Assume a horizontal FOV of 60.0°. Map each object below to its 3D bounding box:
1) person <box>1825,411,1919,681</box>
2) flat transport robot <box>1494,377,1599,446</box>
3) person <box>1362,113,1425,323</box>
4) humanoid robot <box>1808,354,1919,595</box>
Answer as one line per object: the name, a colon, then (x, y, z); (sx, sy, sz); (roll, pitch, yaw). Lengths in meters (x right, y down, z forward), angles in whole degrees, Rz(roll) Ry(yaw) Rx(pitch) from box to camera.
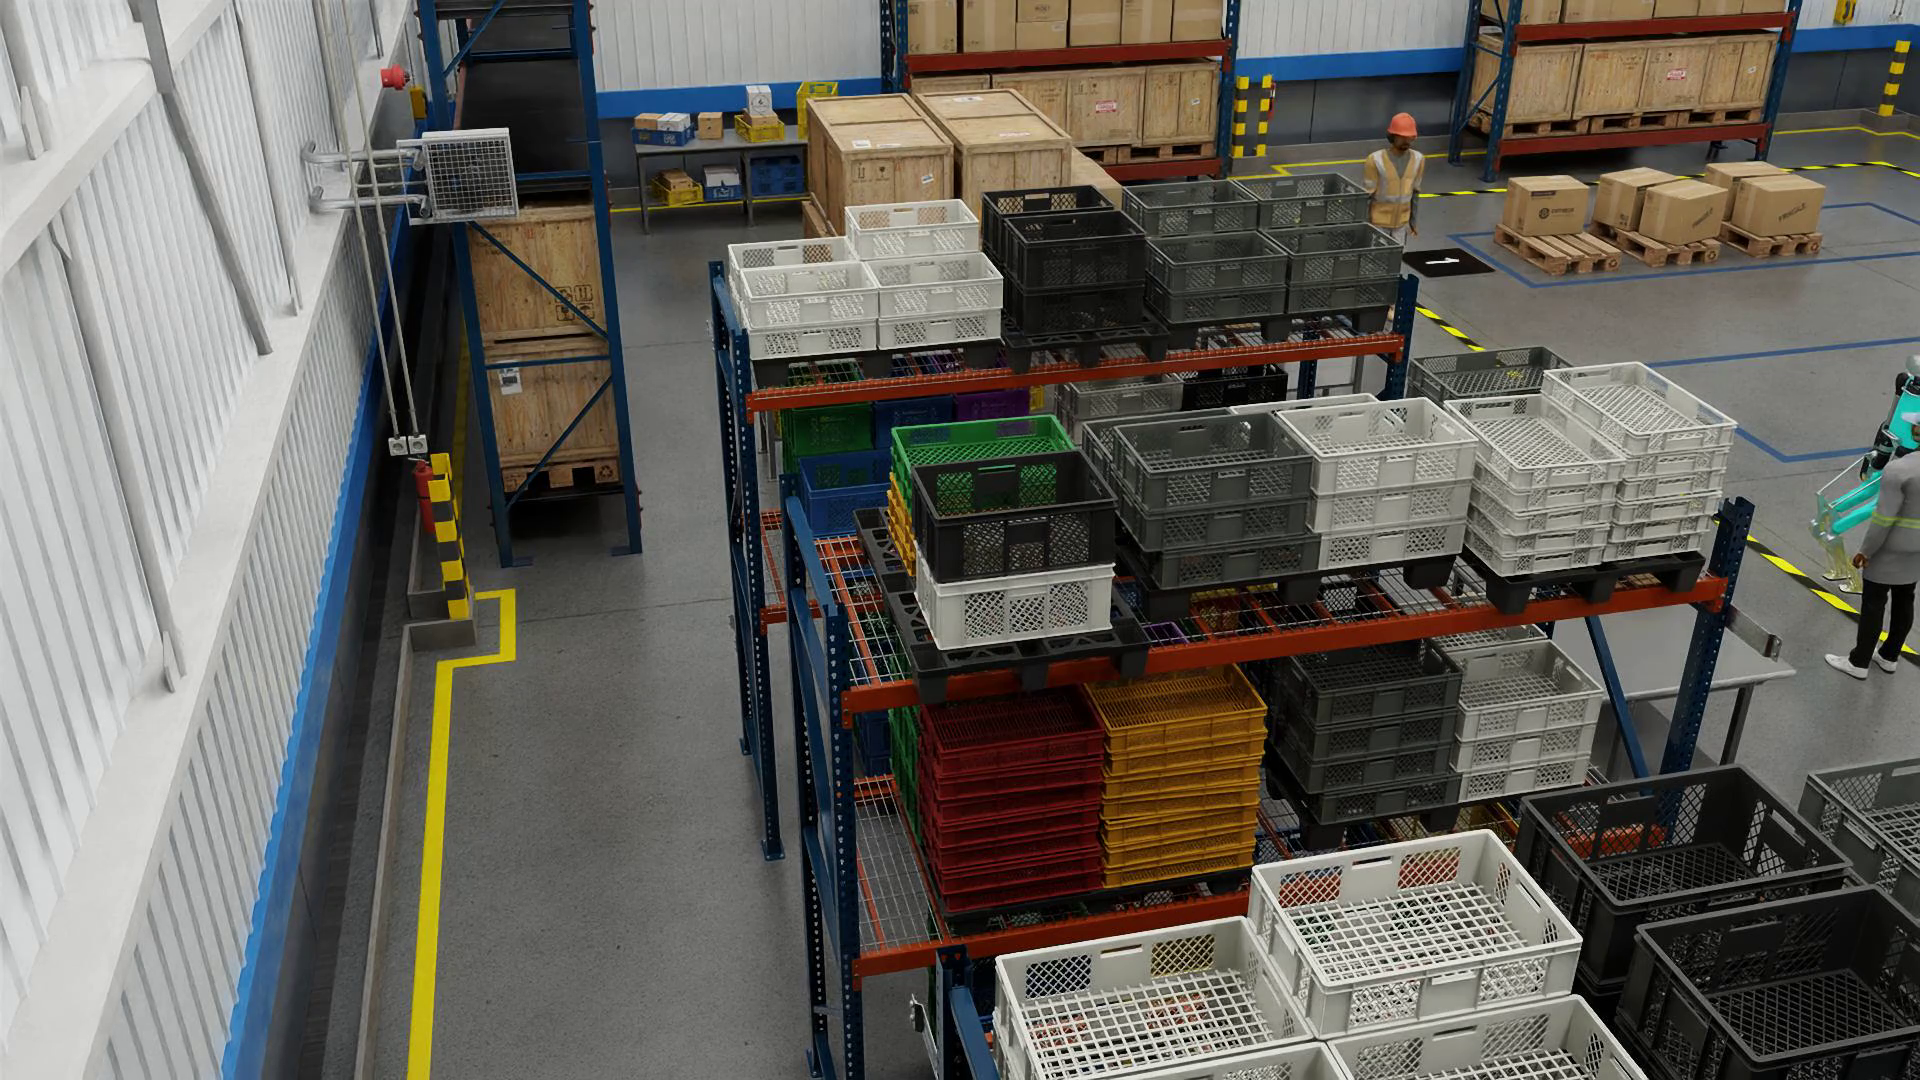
person: (5.823, 0.006, 10.336); (0.597, 1.850, 0.386); (-8, 29, -15)
flat transport robot: (4.780, -1.036, 14.013); (0.659, 0.231, 1.431); (-6, 28, -12)
person: (4.130, -3.073, 15.973); (0.604, 2.048, 0.366); (-7, 29, -12)
humanoid robot: (6.067, -0.429, 11.147); (0.735, 1.672, 0.533); (-1, 28, -2)
